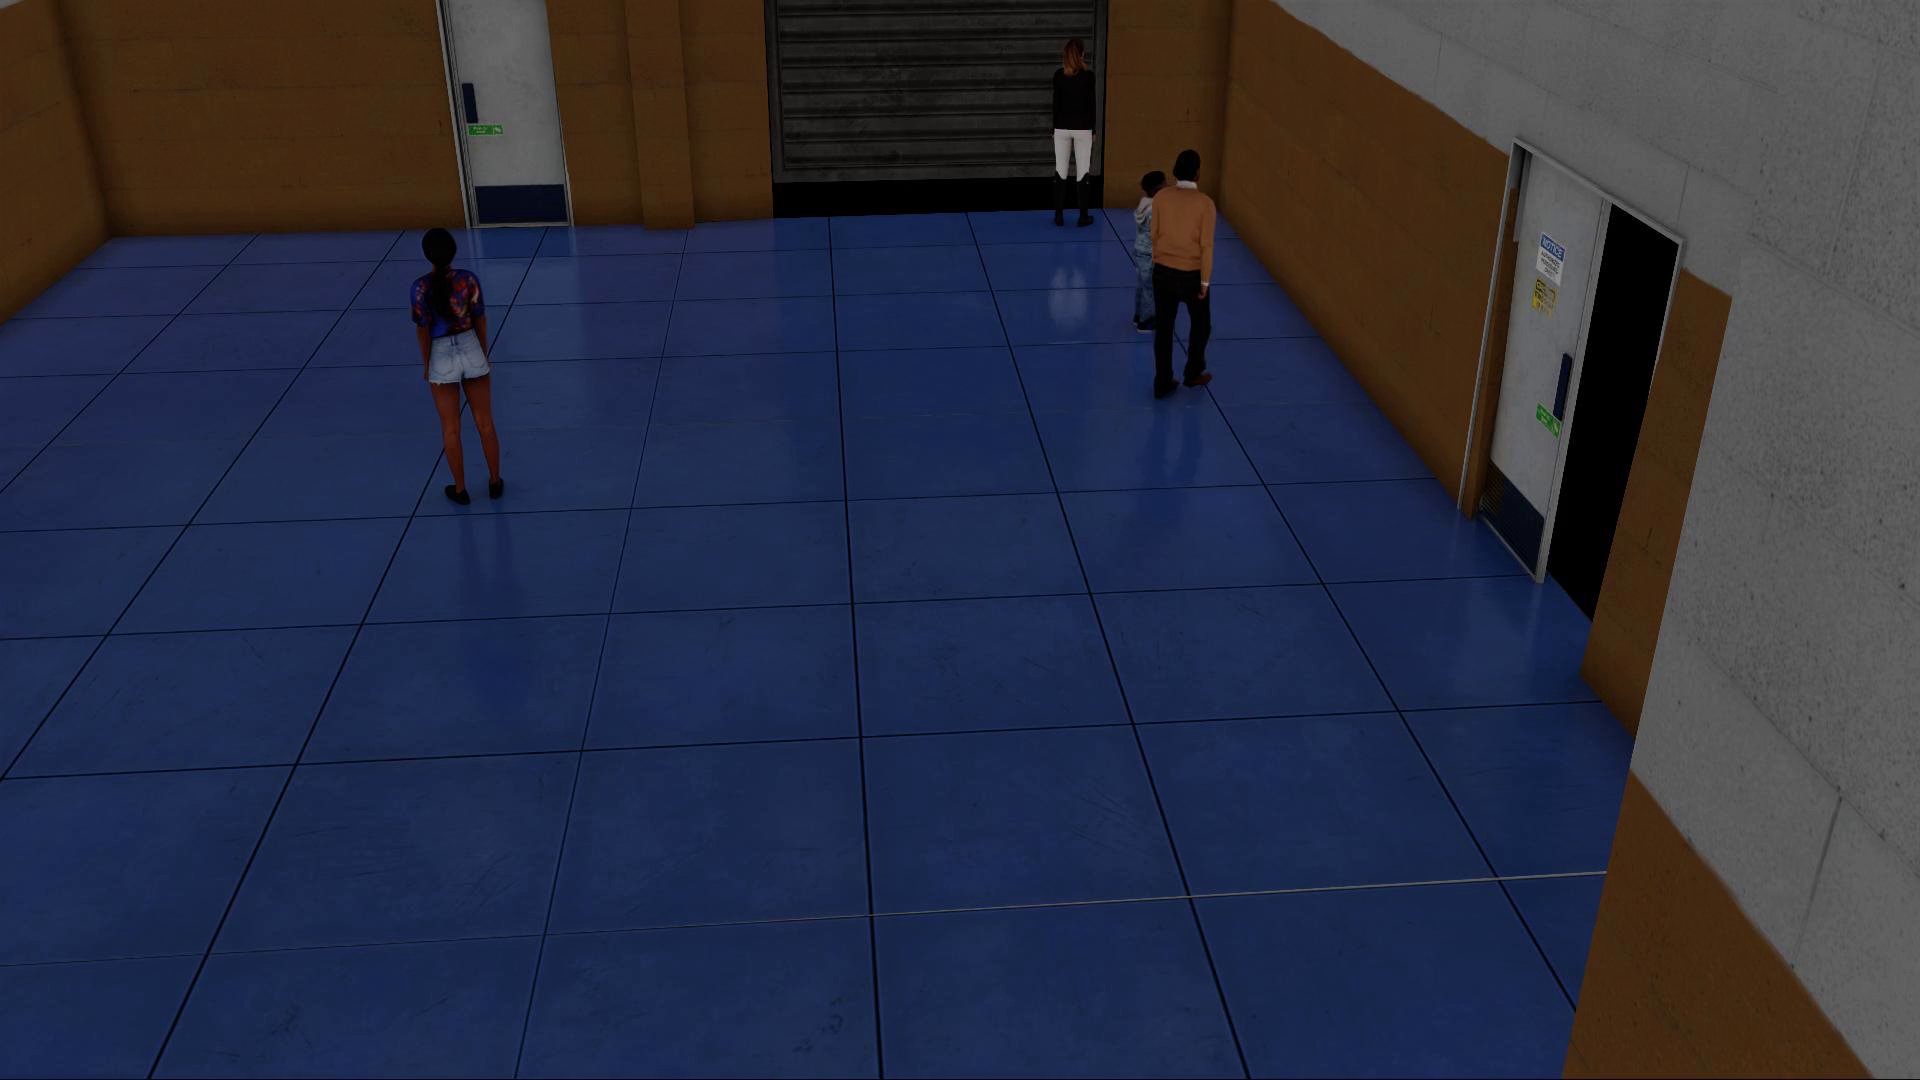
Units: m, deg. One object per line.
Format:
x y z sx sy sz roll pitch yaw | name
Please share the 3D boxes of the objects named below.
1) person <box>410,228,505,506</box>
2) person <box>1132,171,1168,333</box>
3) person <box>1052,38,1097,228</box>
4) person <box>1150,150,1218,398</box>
-3.046 -1.055 10.078 0.587 1.742 0.719 -14 30 -25 | person
1.471 -2.261 12.990 0.490 1.260 0.480 -4 27 -8 | person
1.050 -3.776 15.440 0.580 1.729 0.697 6 28 12 | person
1.491 -1.812 11.568 0.818 1.738 0.882 13 30 24 | person
